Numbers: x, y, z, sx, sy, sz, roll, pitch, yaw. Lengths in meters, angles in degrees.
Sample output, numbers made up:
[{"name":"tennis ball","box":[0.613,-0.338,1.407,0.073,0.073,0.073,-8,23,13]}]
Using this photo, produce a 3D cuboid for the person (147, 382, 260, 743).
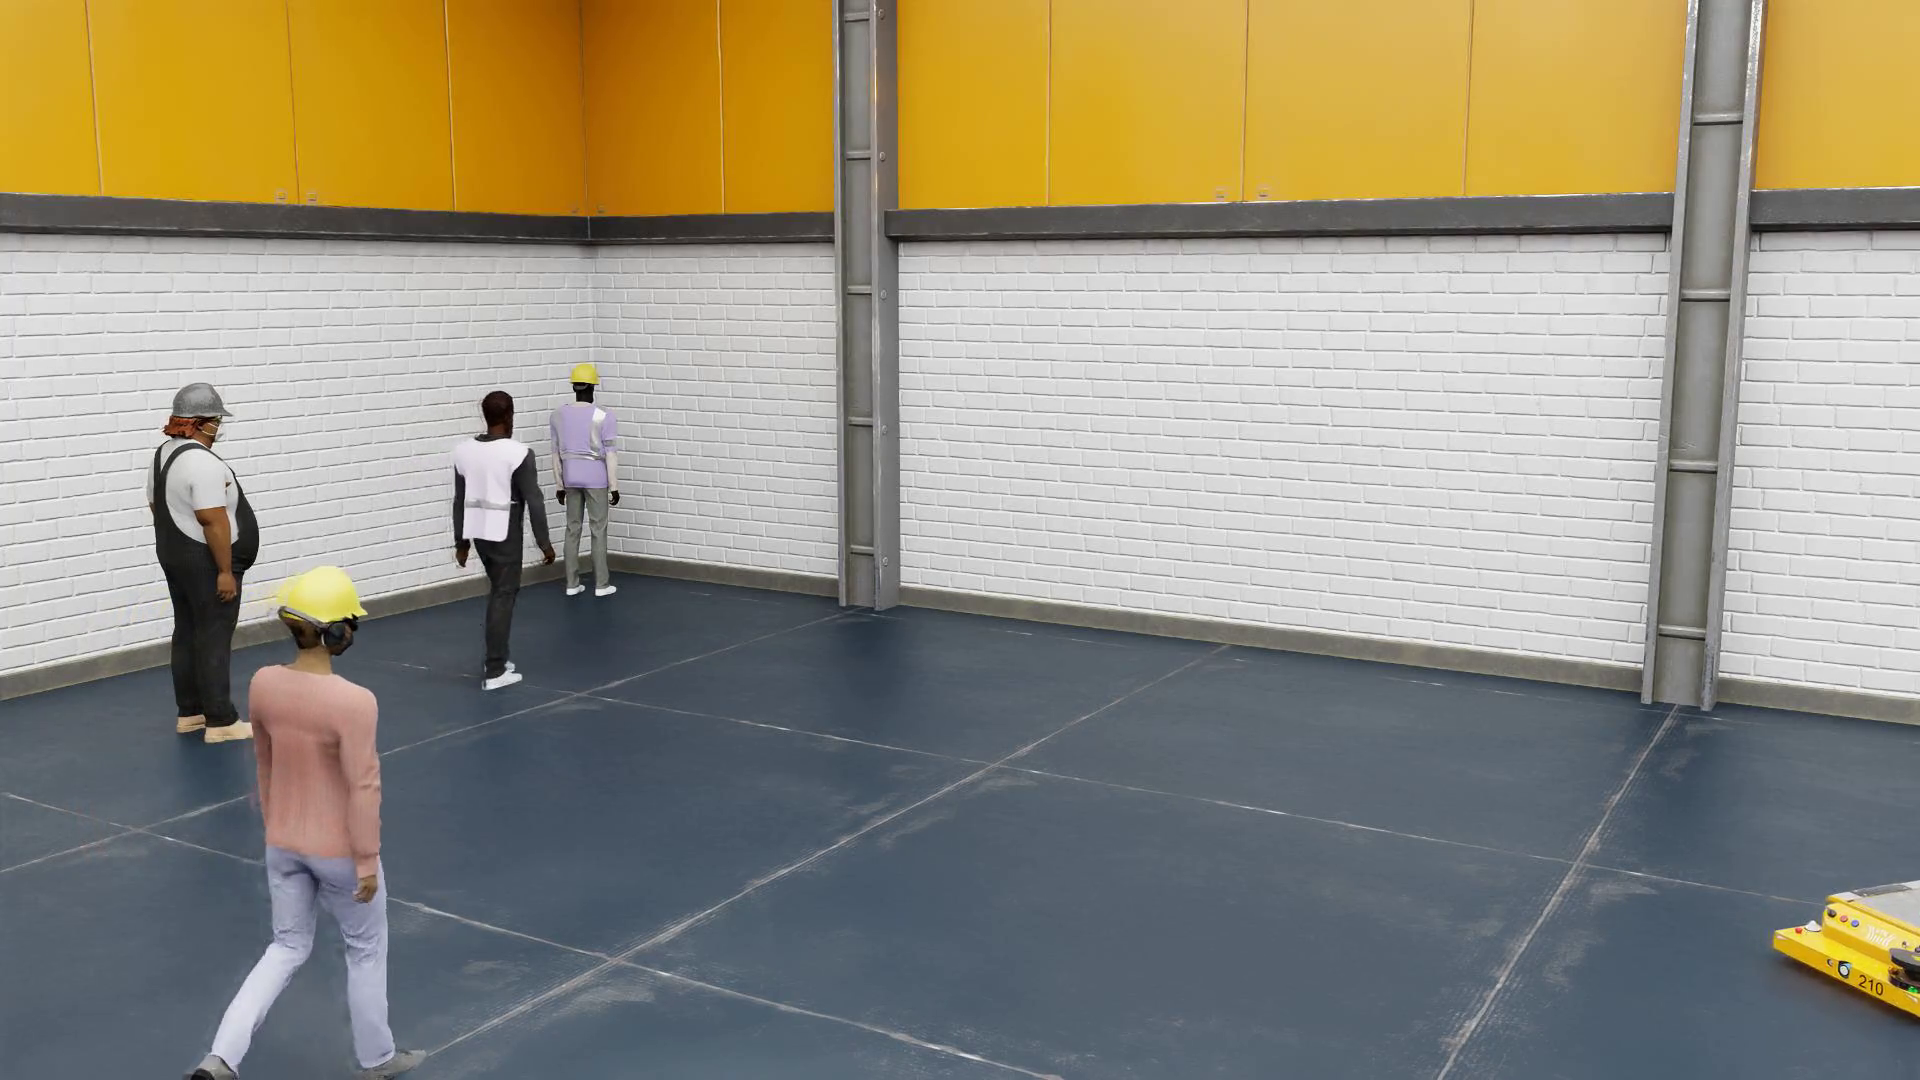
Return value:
[{"name":"person","box":[-4.281,0.115,9.503,0.686,2.000,0.535,8,12,42]}]

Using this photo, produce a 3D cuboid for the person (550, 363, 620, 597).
[{"name":"person","box":[-3.067,-0.487,13.659,0.582,1.919,0.392,3,9,16]}]

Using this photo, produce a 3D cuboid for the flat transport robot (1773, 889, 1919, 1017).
[{"name":"flat transport robot","box":[3.921,1.502,6.350,1.431,0.197,0.652,-3,10,-20]}]

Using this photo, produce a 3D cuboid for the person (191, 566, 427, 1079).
[{"name":"person","box":[-2.047,0.957,5.181,0.527,1.750,0.724,4,10,24]}]

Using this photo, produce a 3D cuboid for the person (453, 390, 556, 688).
[{"name":"person","box":[-2.917,-0.010,10.719,0.603,1.898,0.608,5,10,27]}]
